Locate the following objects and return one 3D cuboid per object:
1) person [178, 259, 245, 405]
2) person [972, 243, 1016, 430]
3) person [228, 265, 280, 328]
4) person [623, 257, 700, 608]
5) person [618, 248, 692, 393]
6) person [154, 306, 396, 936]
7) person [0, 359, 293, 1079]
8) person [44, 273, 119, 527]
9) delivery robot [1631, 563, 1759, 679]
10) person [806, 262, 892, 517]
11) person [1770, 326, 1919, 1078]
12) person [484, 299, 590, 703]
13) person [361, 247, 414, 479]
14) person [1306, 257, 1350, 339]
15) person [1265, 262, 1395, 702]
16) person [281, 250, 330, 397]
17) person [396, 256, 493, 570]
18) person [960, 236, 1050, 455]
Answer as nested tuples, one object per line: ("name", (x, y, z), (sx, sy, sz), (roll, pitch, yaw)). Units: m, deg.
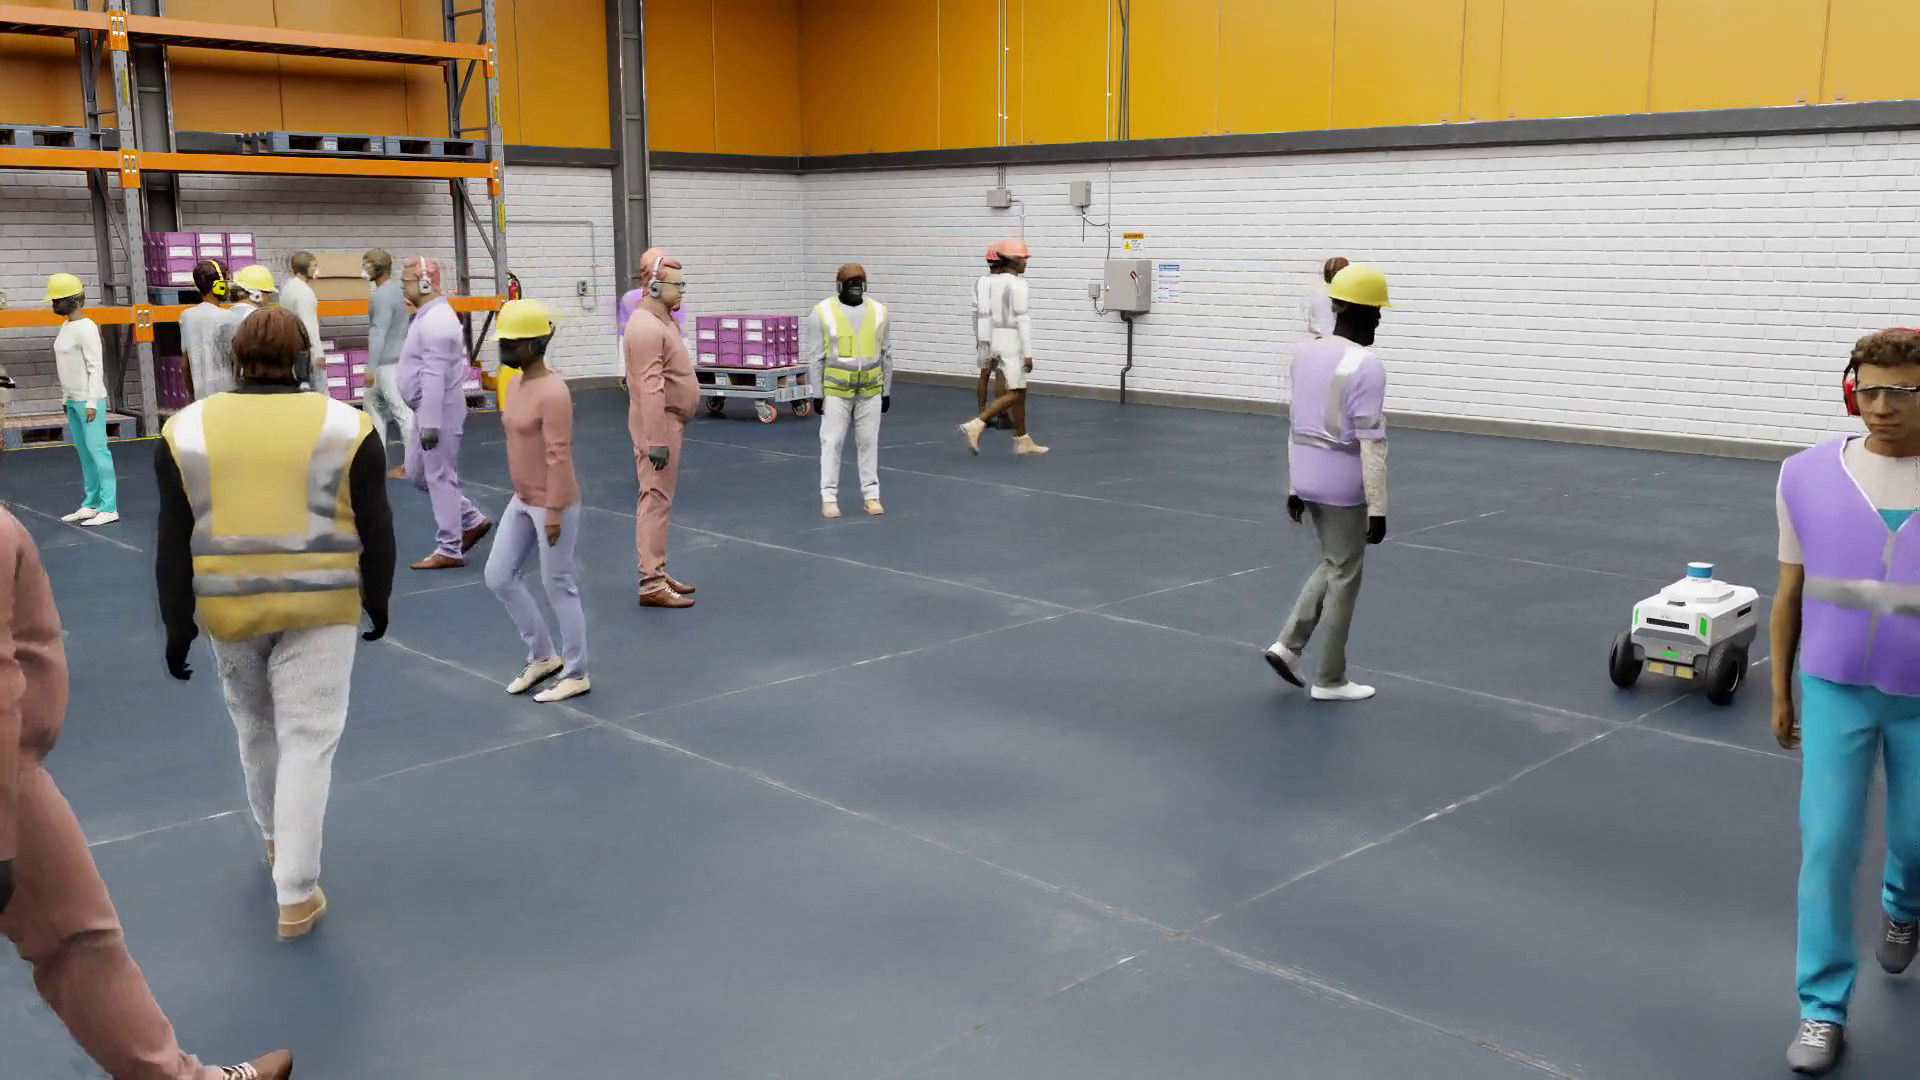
("person", (-4.827, -0.891, 10.868), (0.530, 1.871, 0.322), (4, 11, 23))
("person", (0.377, -2.124, 17.406), (0.547, 1.938, 0.379), (9, 14, 42))
("person", (-5.042, -1.058, 11.932), (0.625, 1.809, 0.429), (9, 14, 39))
("person", (-1.625, -0.591, 9.139), (0.402, 1.904, 0.651), (-1, 10, -7))
("person", (-2.426, -1.402, 13.527), (0.579, 1.912, 0.750), (3, 11, 18))
("person", (-2.026, 0.205, 5.057), (0.638, 1.803, 0.909), (-1, 10, -8))
("person", (-1.924, 0.477, 3.392), (0.663, 1.860, 0.967), (7, 12, 33))
("person", (-6.157, -0.974, 11.630), (0.524, 1.759, 0.328), (10, 14, 42))
("delivery robot", (3.304, 0.345, 7.462), (0.477, 0.478, 0.707), (9, 14, 42))
("person", (-0.784, -1.074, 11.987), (0.626, 1.834, 0.431), (-4, 11, -20))
("person", (2.324, 0.366, 4.173), (0.566, 1.812, 0.792), (7, 13, 34))
("person", (-1.828, -0.153, 7.158), (0.467, 1.748, 0.552), (-8, 13, -38))
("person", (-4.834, -1.439, 13.725), (0.782, 1.913, 0.663), (-2, 11, -11))
("person", (3.551, -1.736, 15.635), (0.732, 1.819, 0.640), (7, 12, 33))
("person", (1.632, -0.230, 7.159), (0.421, 1.907, 0.610), (-4, 11, -21))
("person", (-6.304, -1.811, 15.875), (1.031, 1.887, 0.650), (-6, 12, -28))
("person", (-3.171, -0.757, 10.070), (0.449, 1.895, 0.644), (-4, 11, -21))
("person", (0.408, -1.739, 15.103), (0.857, 2.024, 0.615), (-4, 11, -19))
